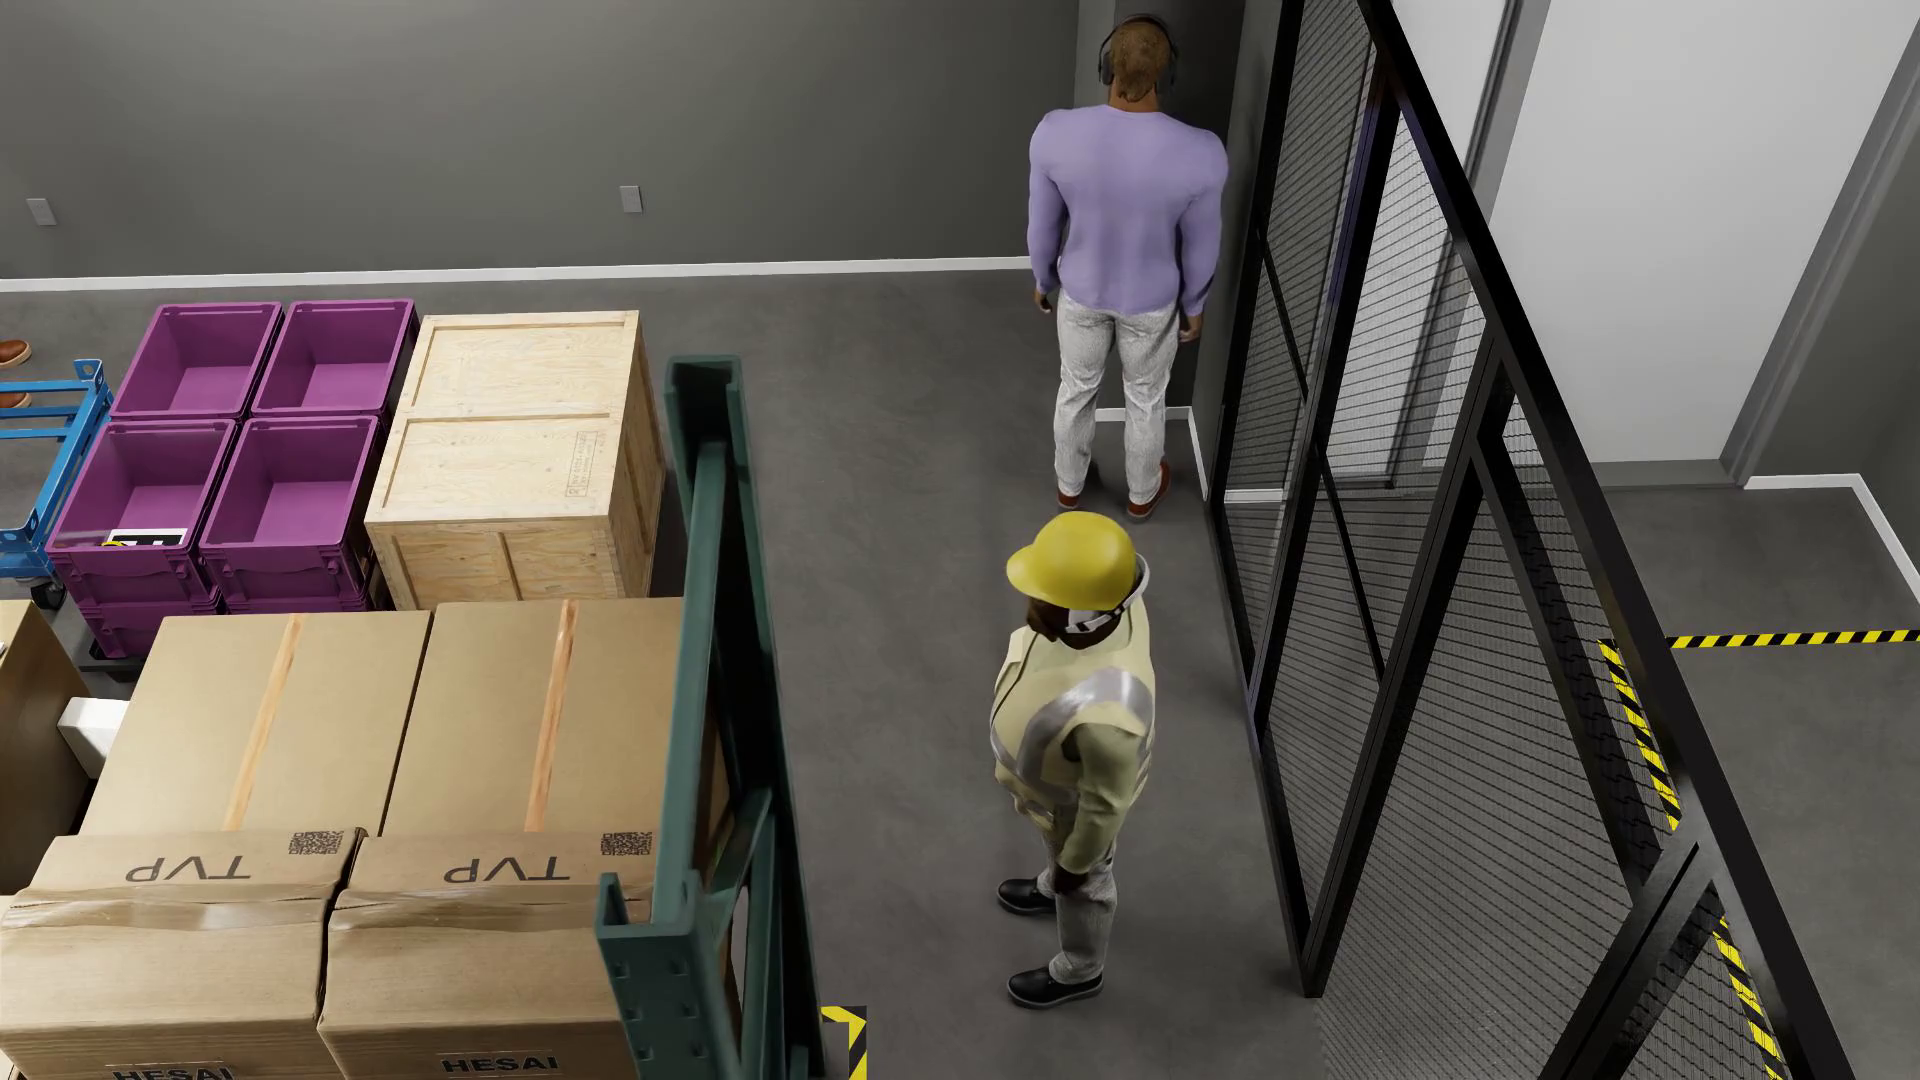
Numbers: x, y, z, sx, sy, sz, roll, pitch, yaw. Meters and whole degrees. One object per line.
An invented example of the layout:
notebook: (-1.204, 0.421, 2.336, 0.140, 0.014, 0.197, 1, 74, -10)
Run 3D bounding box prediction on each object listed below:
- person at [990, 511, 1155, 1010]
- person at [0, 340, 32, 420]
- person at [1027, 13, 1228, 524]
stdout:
person: (0.275, 0.591, 4.264, 0.404, 1.835, 0.586, -1, 46, -1)
person: (-3.900, -1.301, 5.960, 0.382, 1.993, 0.622, -15, 48, -13)
person: (0.528, -0.835, 5.559, 0.628, 1.932, 0.374, 11, 47, 10)
